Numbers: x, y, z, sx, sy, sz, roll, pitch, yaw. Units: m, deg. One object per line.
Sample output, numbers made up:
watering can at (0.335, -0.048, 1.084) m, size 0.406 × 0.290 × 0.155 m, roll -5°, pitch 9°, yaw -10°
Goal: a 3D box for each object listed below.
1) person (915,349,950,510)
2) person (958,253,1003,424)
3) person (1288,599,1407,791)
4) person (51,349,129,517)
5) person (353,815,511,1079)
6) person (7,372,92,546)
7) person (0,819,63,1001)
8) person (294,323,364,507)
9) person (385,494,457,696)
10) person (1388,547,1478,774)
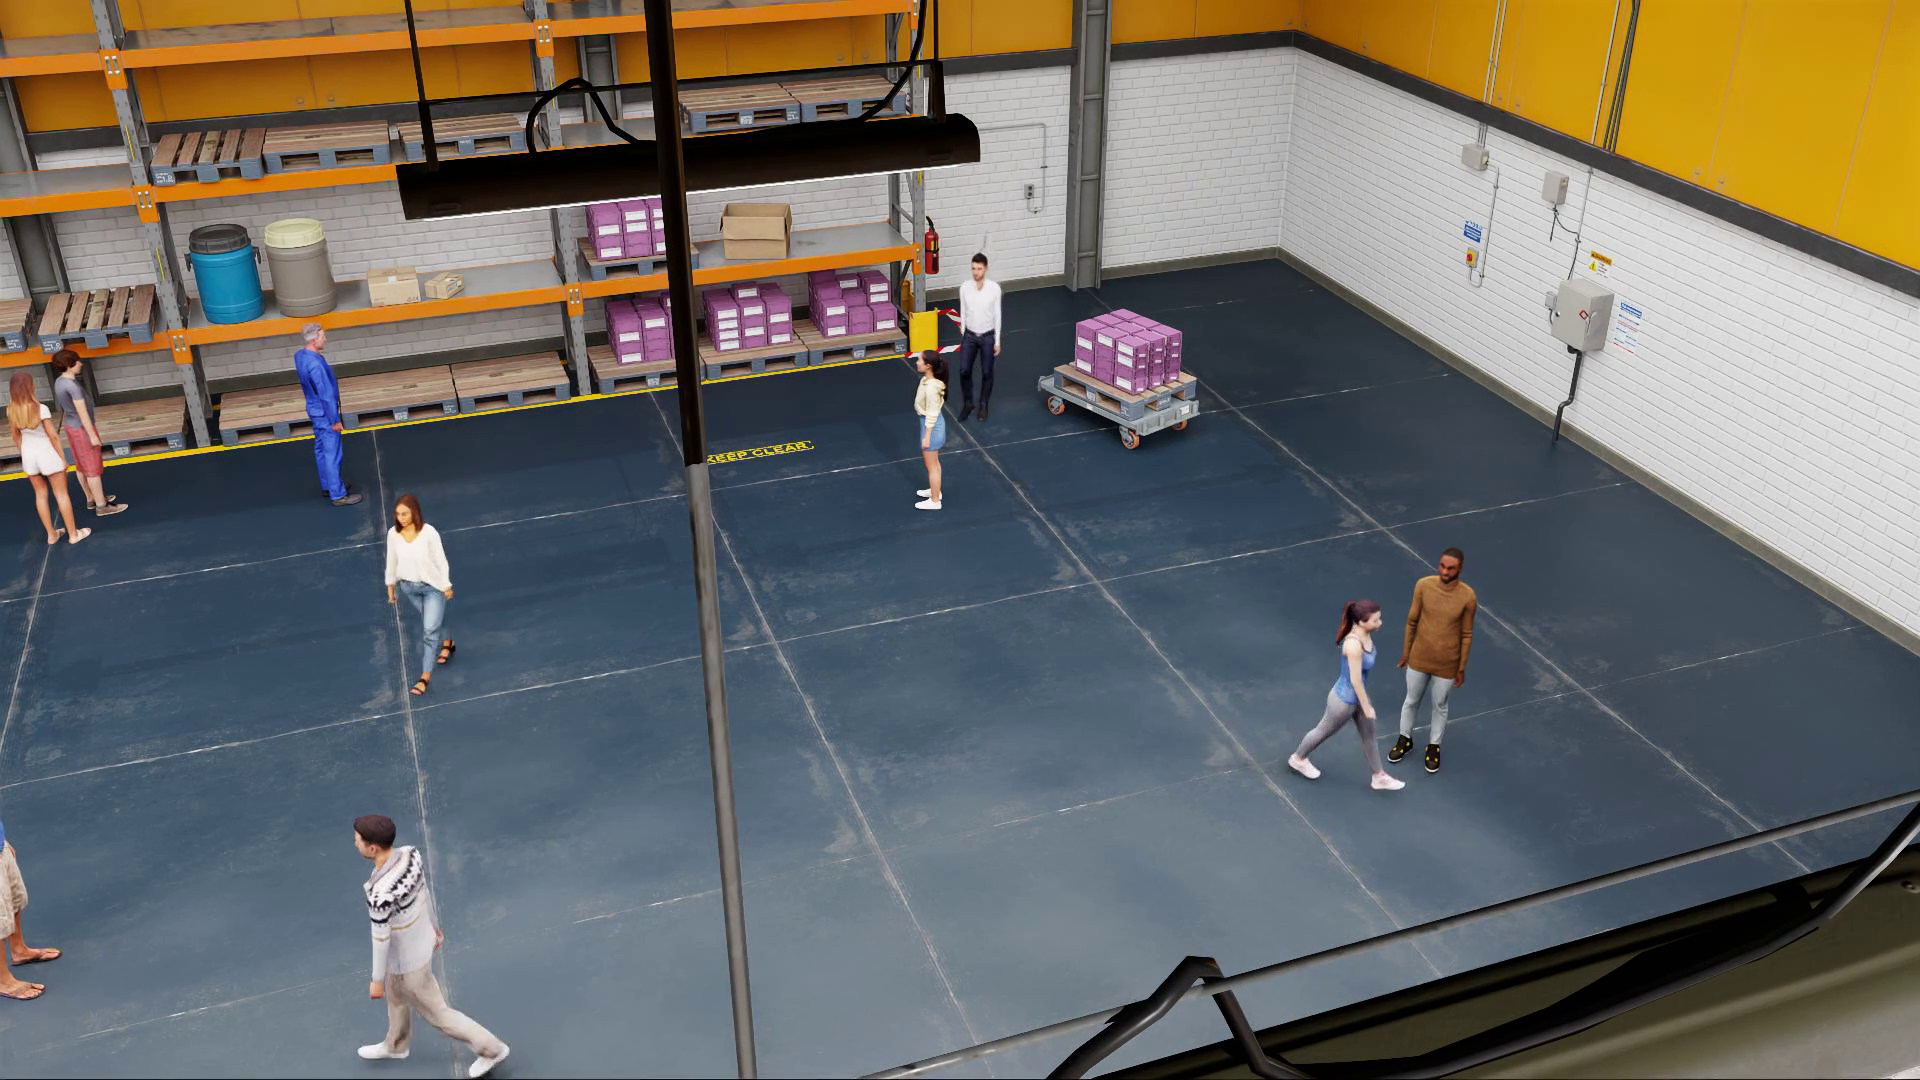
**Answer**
person at (-0.274, -1.078, 16.030) m, size 0.699 × 1.632 × 0.717 m, roll 2°, pitch 29°, yaw 3°
person at (0.244, -2.218, 17.883) m, size 0.791 × 1.858 × 0.850 m, roll 5°, pitch 29°, yaw 9°
person at (2.741, 1.134, 12.043) m, size 1.071 × 1.567 × 1.066 m, roll 15°, pitch 32°, yaw 25°
person at (-8.423, -1.037, 15.936) m, size 0.659 × 1.650 × 0.664 m, roll -24°, pitch 37°, yaw -37°
person at (-3.061, 2.356, 9.516) m, size 1.263 × 1.842 × 0.939 m, roll -1°, pitch 29°, yaw -2°
person at (-8.488, -0.756, 15.374) m, size 0.619 × 1.695 × 0.715 m, roll 3°, pitch 29°, yaw 5°
person at (-5.997, 1.965, 10.210) m, size 0.624 × 1.864 × 0.686 m, roll -4°, pitch 29°, yaw -7°
person at (-6.171, -1.228, 16.102) m, size 0.673 × 1.826 × 0.781 m, roll -20°, pitch 34°, yaw -32°
person at (-4.281, 0.351, 13.400) m, size 1.102 × 1.643 × 1.056 m, roll 6°, pitch 29°, yaw 11°
person at (3.509, 0.860, 12.285) m, size 0.712 × 1.816 × 0.767 m, roll 13°, pitch 31°, yaw 23°
